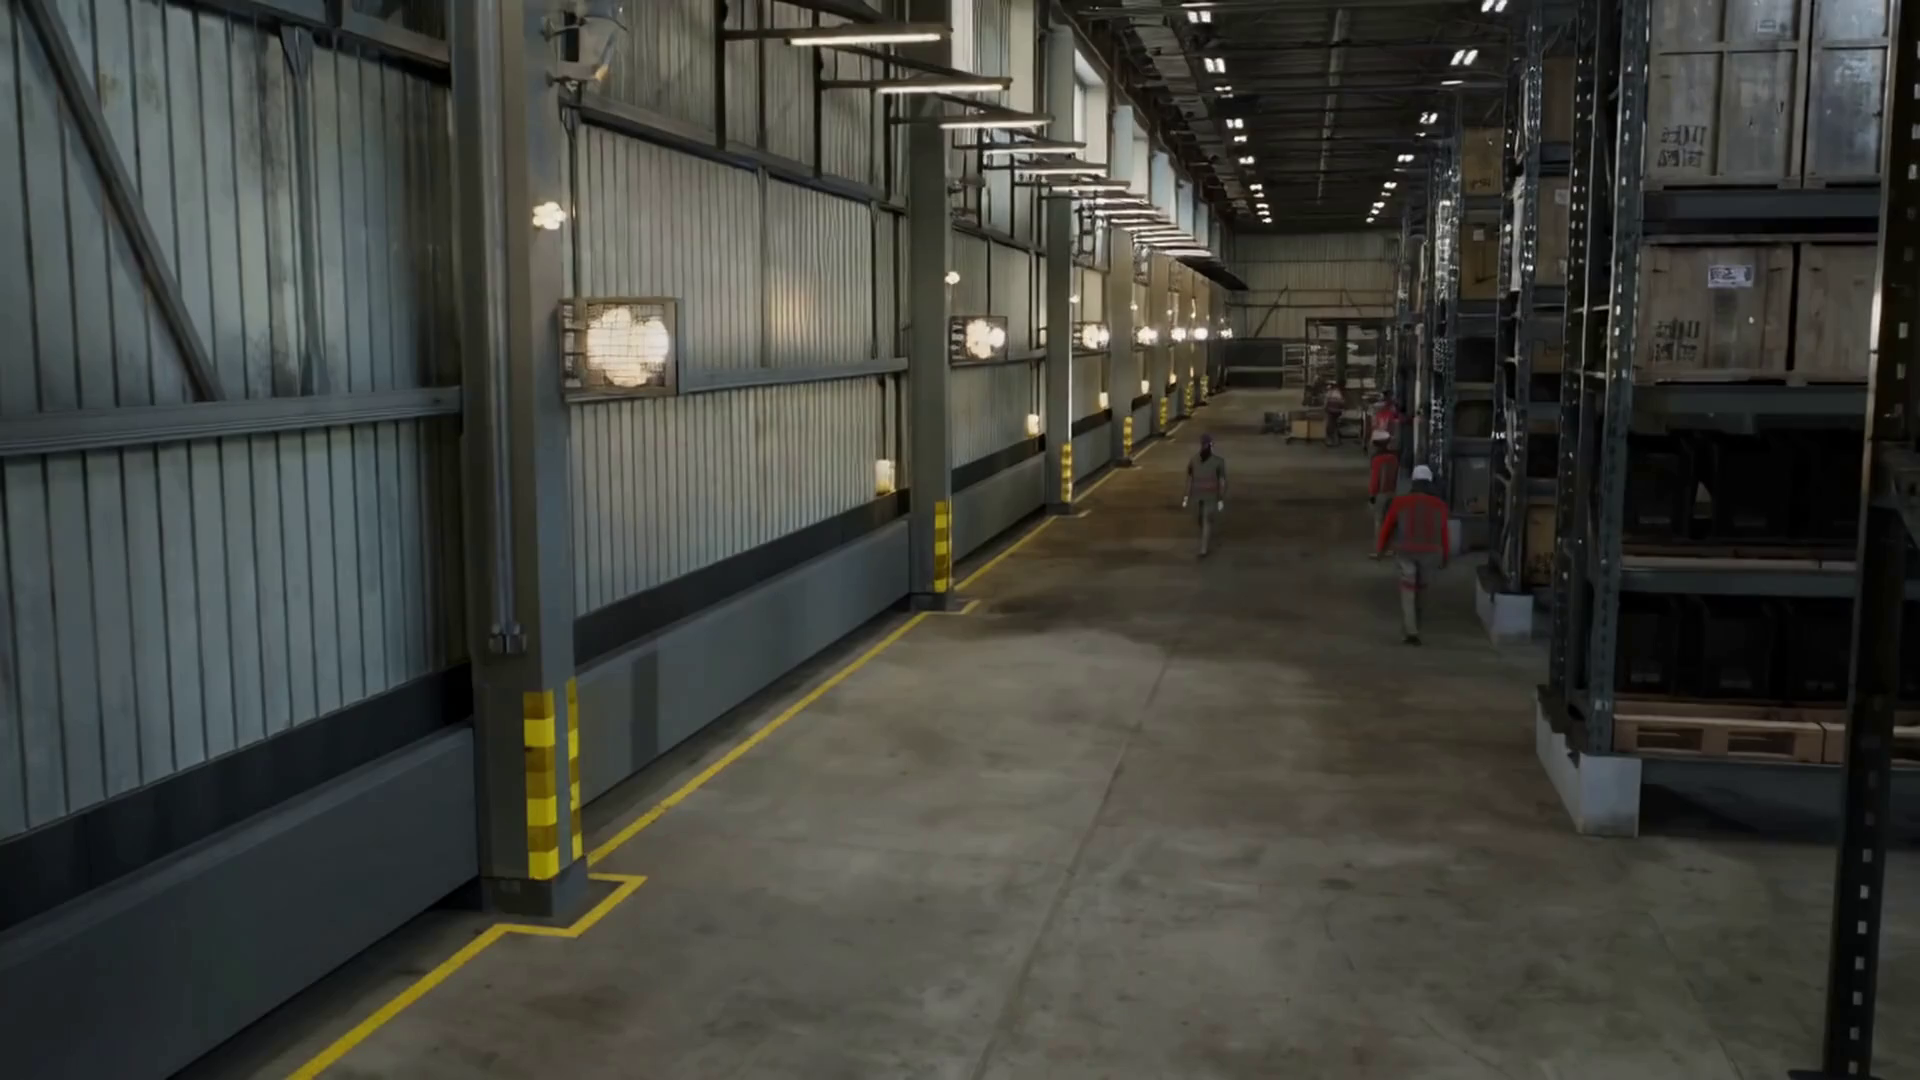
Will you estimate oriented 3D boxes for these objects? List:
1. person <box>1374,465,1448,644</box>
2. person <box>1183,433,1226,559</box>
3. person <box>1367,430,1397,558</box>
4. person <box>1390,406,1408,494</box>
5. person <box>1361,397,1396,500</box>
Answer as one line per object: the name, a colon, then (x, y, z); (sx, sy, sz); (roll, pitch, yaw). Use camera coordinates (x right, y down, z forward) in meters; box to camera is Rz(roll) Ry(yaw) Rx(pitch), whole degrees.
person: (4.533, 0.143, 16.688); (0.682, 1.773, 0.953); (1, 7, 9)
person: (3.411, -0.630, 23.026); (0.567, 1.725, 0.763); (5, 8, 33)
person: (5.799, -0.629, 22.846); (0.524, 1.769, 0.325); (-6, 9, -41)
person: (8.251, -1.708, 31.721); (0.524, 1.698, 0.692); (6, 9, 38)
person: (7.682, -1.669, 30.546); (0.617, 1.933, 0.447); (3, 8, 20)
